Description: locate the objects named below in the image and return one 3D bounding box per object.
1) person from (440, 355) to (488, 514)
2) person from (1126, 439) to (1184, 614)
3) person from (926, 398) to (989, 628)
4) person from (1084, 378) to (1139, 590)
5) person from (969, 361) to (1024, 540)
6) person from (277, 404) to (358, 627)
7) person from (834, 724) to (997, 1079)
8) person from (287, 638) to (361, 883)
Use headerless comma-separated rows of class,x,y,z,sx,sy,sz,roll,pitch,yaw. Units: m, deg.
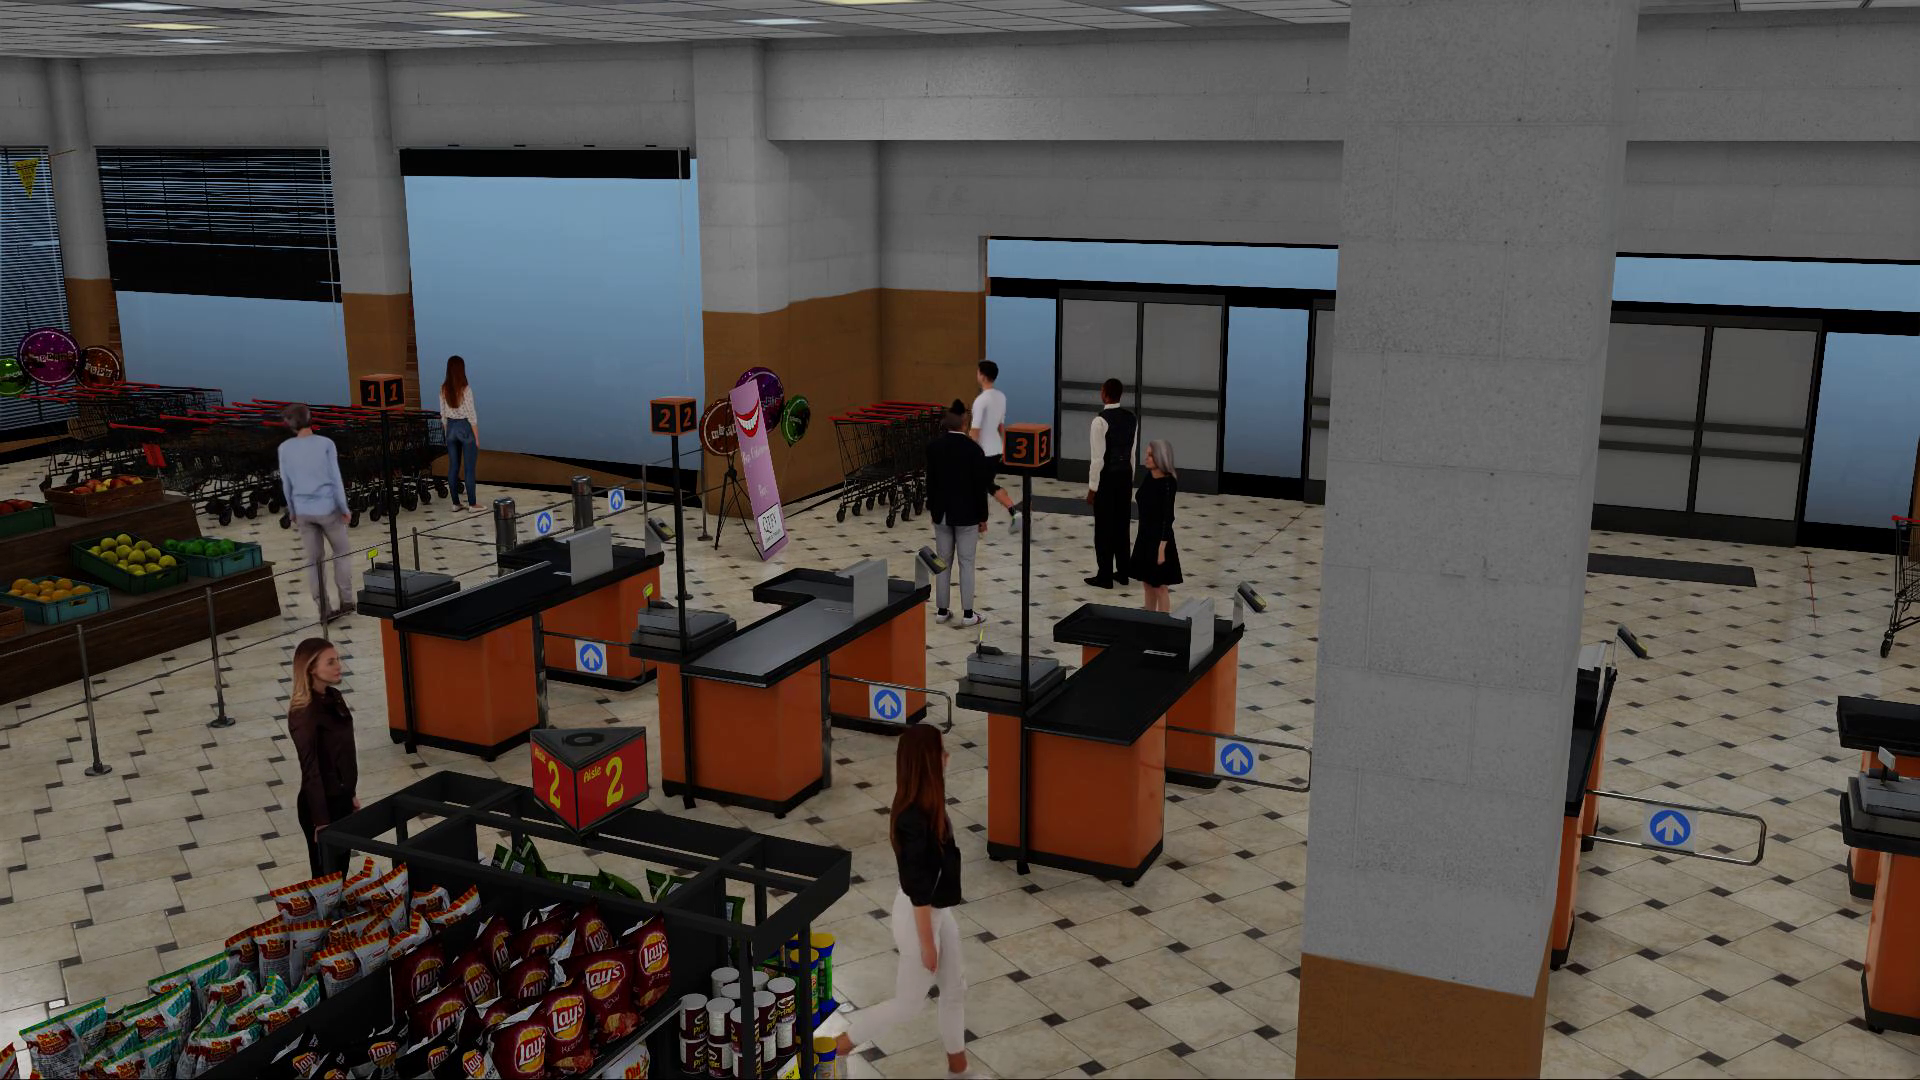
person,-5.475,-1.162,18.229,0.593,1.727,0.529,5,14,19
person,1.539,0.055,13.168,0.747,1.747,0.697,-6,15,-23
person,-0.033,-0.243,13.981,0.690,1.943,0.568,6,15,24
person,1.390,-0.523,15.186,0.704,1.919,0.840,-10,17,-35
person,0.329,-0.892,16.880,0.825,1.837,0.942,9,16,32
person,-5.413,-0.184,13.926,0.885,1.853,0.925,-1,14,-2
person,-0.236,1.596,6.958,0.903,1.678,1.080,1,14,4
person,-3.104,1.294,8.148,0.734,1.705,0.594,0,14,-1
